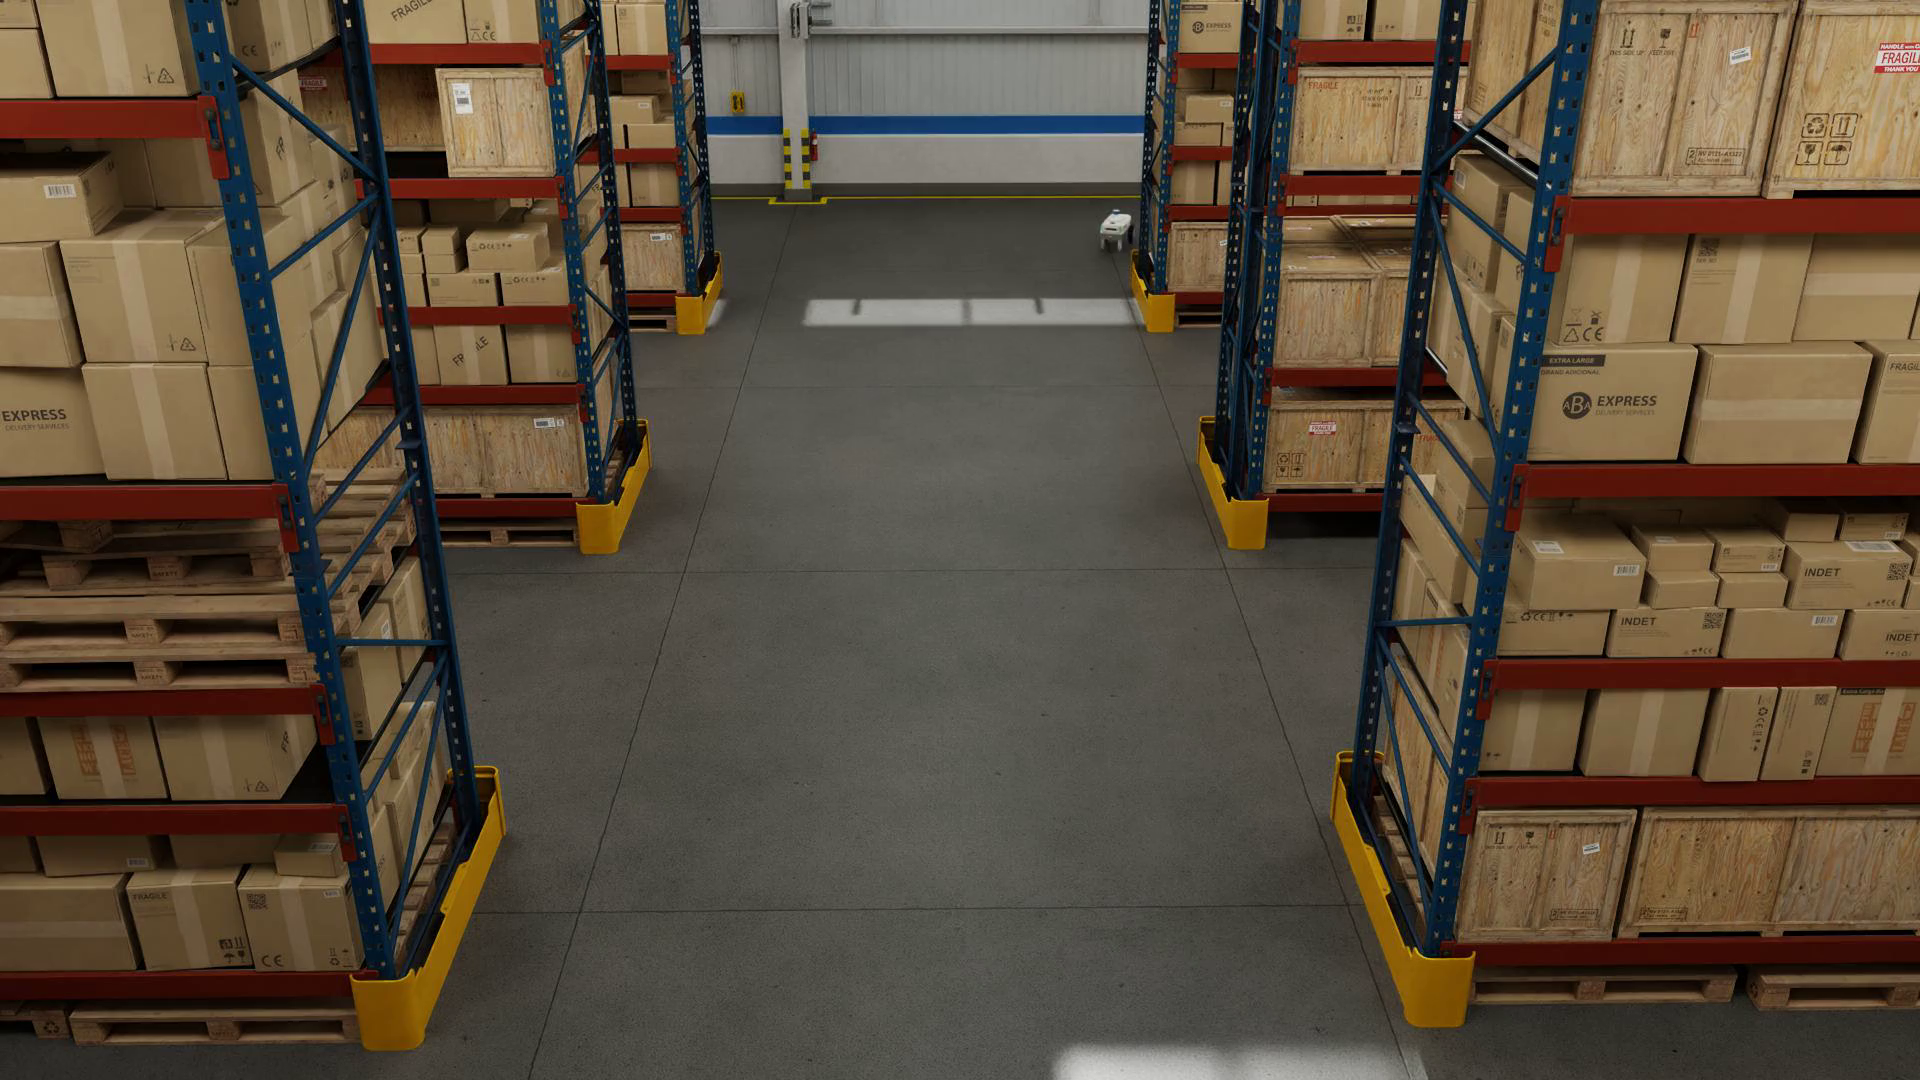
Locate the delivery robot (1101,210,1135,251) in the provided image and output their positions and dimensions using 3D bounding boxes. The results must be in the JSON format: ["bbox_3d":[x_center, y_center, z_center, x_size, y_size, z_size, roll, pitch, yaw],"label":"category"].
[{"bbox_3d":[2.324,-4.760,25.644,0.667,0.535,0.731,7,26,15],"label":"delivery robot"}]
